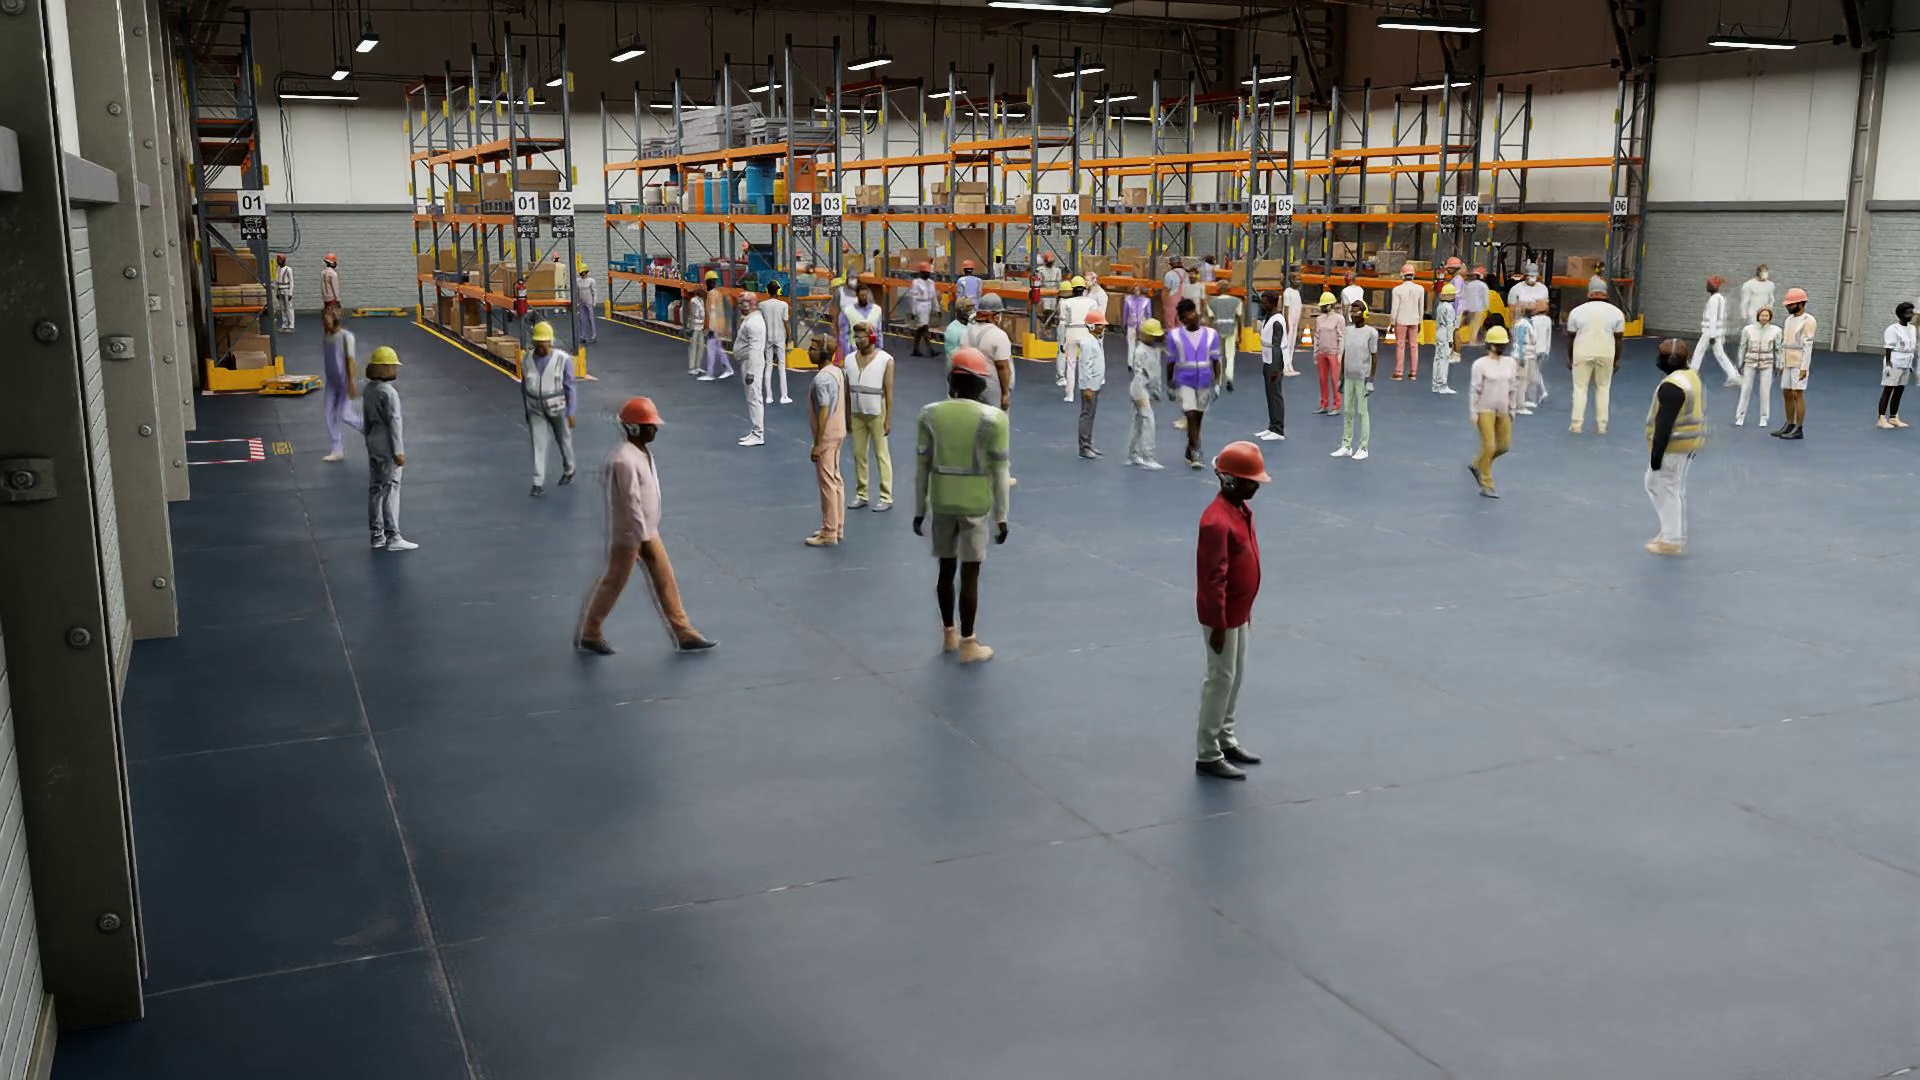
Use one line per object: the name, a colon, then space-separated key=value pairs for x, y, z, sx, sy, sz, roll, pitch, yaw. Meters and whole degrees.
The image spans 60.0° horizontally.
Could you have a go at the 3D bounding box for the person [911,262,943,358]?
person: x=-0.646 y=-4.591 z=33.232 sx=0.961 sy=1.885 sz=0.570 roll=9 pitch=15 yaw=40

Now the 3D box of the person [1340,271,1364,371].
person: x=7.052 y=-3.920 z=29.957 sx=0.572 sy=1.840 sz=0.373 roll=-10 pitch=15 yaw=-42

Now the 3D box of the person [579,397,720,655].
person: x=-2.084 y=-0.076 z=10.786 sx=0.920 sy=1.703 sz=0.573 roll=2 pitch=11 yaw=8

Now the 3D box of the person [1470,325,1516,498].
person: x=5.398 y=-1.316 z=16.951 sx=0.537 sy=1.748 sz=0.488 roll=-4 pitch=12 yaw=-20

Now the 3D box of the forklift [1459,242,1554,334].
forklift: x=13.047 y=-6.049 z=39.881 sx=2.313 sy=2.155 sz=1.214 roll=-5 pitch=12 yaw=-23

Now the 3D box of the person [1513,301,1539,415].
person: x=8.112 y=-2.608 z=23.823 sx=0.362 sy=1.625 sz=0.539 roll=7 pitch=13 yaw=33

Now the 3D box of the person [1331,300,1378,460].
person: x=4.648 y=-1.883 z=19.537 sx=0.328 sy=1.872 sz=0.513 roll=-9 pitch=14 yaw=-38

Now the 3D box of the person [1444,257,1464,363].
person: x=9.486 y=-4.419 z=32.022 sx=0.419 sy=2.034 sz=0.605 roll=2 pitch=11 yaw=11

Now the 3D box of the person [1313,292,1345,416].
person: x=5.256 y=-2.656 z=23.763 sx=0.342 sy=1.756 sz=0.534 roll=-8 pitch=14 yaw=-35

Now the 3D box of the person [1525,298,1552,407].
person: x=8.530 y=-2.784 z=24.736 sx=0.510 sy=1.622 sz=0.336 roll=-6 pitch=13 yaw=-27

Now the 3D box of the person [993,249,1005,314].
person: x=0.975 y=-6.686 z=43.800 sx=0.586 sy=1.928 sz=0.365 roll=-9 pitch=15 yaw=-40

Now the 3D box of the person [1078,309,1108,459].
person: x=1.573 y=-1.844 z=19.631 sx=0.341 sy=1.752 sz=0.563 roll=3 pitch=11 yaw=14

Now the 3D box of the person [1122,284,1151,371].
person: x=3.224 y=-3.872 z=30.371 sx=0.524 sy=1.583 sz=0.878 roll=1 pitch=11 yaw=3

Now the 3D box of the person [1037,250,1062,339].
person: x=2.048 y=-5.645 z=38.311 sx=0.624 sy=2.061 sz=0.562 roll=-3 pitch=12 yaw=-17

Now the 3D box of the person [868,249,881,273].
person: x=-2.501 y=-7.594 z=48.640 sx=0.564 sy=1.840 sz=0.556 roll=9 pitch=14 yaw=37

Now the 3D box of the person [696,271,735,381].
person: x=-4.240 y=-3.705 z=28.770 sx=0.580 sy=1.890 sz=0.670 roll=0 pitch=11 yaw=-2

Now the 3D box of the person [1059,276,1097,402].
person: x=1.799 y=-3.061 z=25.412 sx=0.590 sy=1.917 sz=0.399 roll=-1 pitch=11 yaw=-7

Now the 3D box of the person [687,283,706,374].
person: x=-4.717 y=-3.777 z=29.801 sx=0.363 sy=1.622 sz=0.547 roll=1 pitch=11 yaw=7

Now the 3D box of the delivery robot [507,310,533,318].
delivery robot: x=-11.630 y=-6.070 z=43.926 sx=0.707 sy=0.478 sz=0.477 roll=6 pitch=13 yaw=29

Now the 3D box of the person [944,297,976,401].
person: x=0.016 y=-1.813 z=19.041 sx=0.375 sy=1.932 sz=0.629 roll=4 pitch=12 yaw=21

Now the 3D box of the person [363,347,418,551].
person: x=-4.916 y=-0.783 z=14.275 sx=0.490 sy=1.741 sz=0.323 roll=10 pitch=15 yaw=42

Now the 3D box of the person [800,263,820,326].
person: x=-3.883 y=-6.299 z=42.682 sx=0.493 sy=1.595 sz=0.856 roll=-5 pitch=12 yaw=-26

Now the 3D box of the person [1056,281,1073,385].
person: x=1.771 y=-3.469 z=27.915 sx=0.297 sy=1.745 sz=0.484 roll=0 pitch=11 yaw=2

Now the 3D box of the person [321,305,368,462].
person: x=-7.205 y=-1.830 z=19.415 sx=0.528 sy=1.814 sz=0.657 roll=6 pitch=13 yaw=28

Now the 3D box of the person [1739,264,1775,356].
person: x=15.246 y=-4.333 z=31.883 sx=0.636 sy=1.915 sz=0.817 roll=-2 pitch=11 yaw=-10

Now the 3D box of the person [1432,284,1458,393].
person: x=7.799 y=-3.227 z=26.692 sx=0.295 sy=1.744 sz=0.484 roll=-2 pitch=11 yaw=-8

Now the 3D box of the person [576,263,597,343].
person: x=-8.308 y=-5.243 z=36.880 sx=0.530 sy=1.765 sz=0.326 roll=4 pitch=12 yaw=20

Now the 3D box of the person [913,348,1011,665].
person: x=0.043 y=-0.221 z=10.772 sx=0.649 sy=2.010 sz=0.723 roll=4 pitch=12 yaw=21

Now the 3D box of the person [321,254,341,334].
person: x=-13.756 y=-5.271 z=36.468 sx=0.618 sy=1.985 sz=0.409 roll=11 pitch=16 yaw=44

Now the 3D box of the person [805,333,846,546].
person: x=-1.170 y=-0.866 z=14.429 sx=0.342 sy=1.846 sz=0.508 roll=2 pitch=11 yaw=12

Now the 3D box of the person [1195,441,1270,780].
person: x=1.391 y=0.353 z=8.505 sx=0.348 sy=1.740 sz=0.575 roll=5 pitch=12 yaw=22

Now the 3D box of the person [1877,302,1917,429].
person: x=12.553 y=-2.328 z=22.238 sx=0.541 sy=1.695 sz=0.316 roll=-6 pitch=12 yaw=-26

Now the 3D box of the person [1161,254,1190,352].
person: x=4.460 y=-4.955 z=34.711 sx=0.684 sy=2.000 sz=0.535 roll=-9 pitch=14 yaw=-38
